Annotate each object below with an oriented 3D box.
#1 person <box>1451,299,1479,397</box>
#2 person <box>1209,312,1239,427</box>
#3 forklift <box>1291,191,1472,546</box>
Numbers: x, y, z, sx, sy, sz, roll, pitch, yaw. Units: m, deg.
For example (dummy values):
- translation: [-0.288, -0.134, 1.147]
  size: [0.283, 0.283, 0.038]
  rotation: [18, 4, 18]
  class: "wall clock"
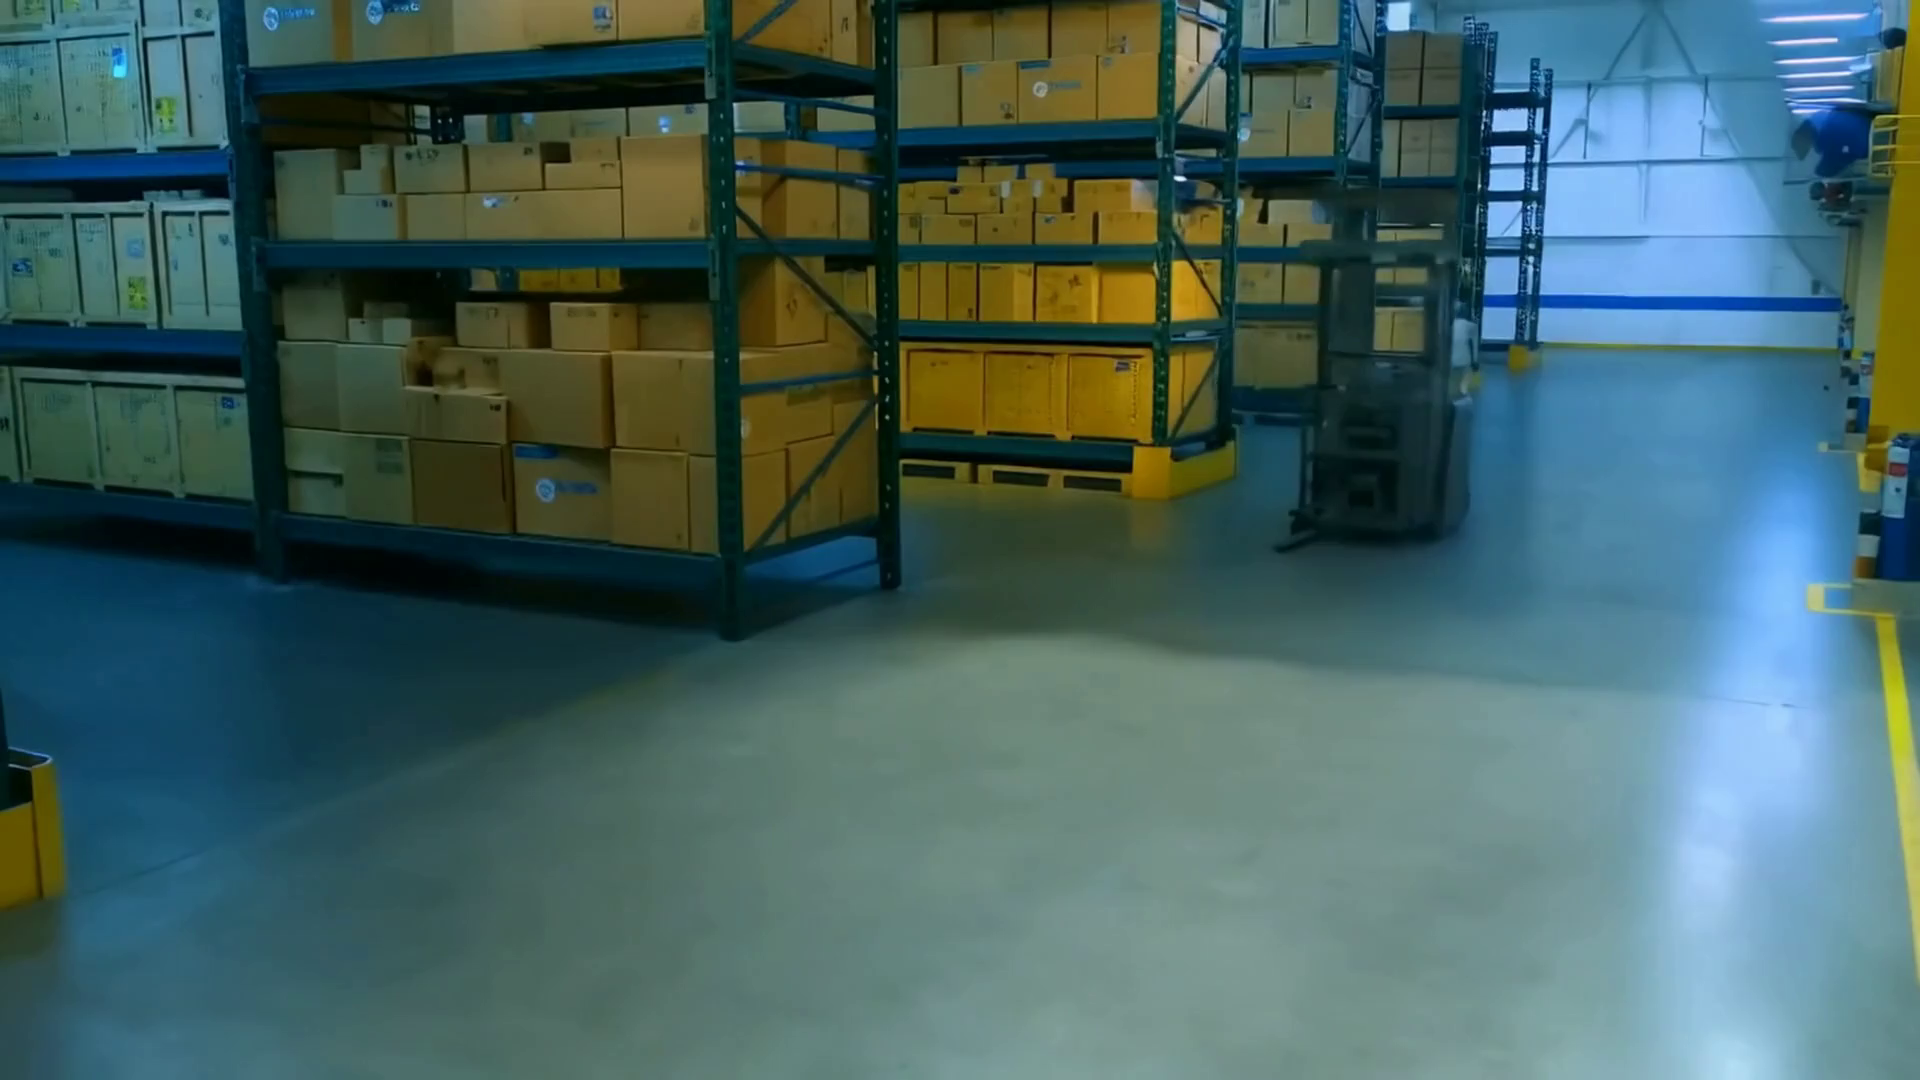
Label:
- translation: [6.811, -2.446, 22.772]
  size: [0.578, 1.712, 0.494]
  rotation: [1, 10, 7]
  class: "person"
- translation: [3.246, -2.030, 20.610]
  size: [0.446, 1.622, 0.540]
  rotation: [-3, 10, -16]
  class: "person"
- translation: [3.619, -1.494, 13.898]
  size: [1.129, 2.768, 1.873]
  rotation: [5, 11, 27]
  class: "forklift"
